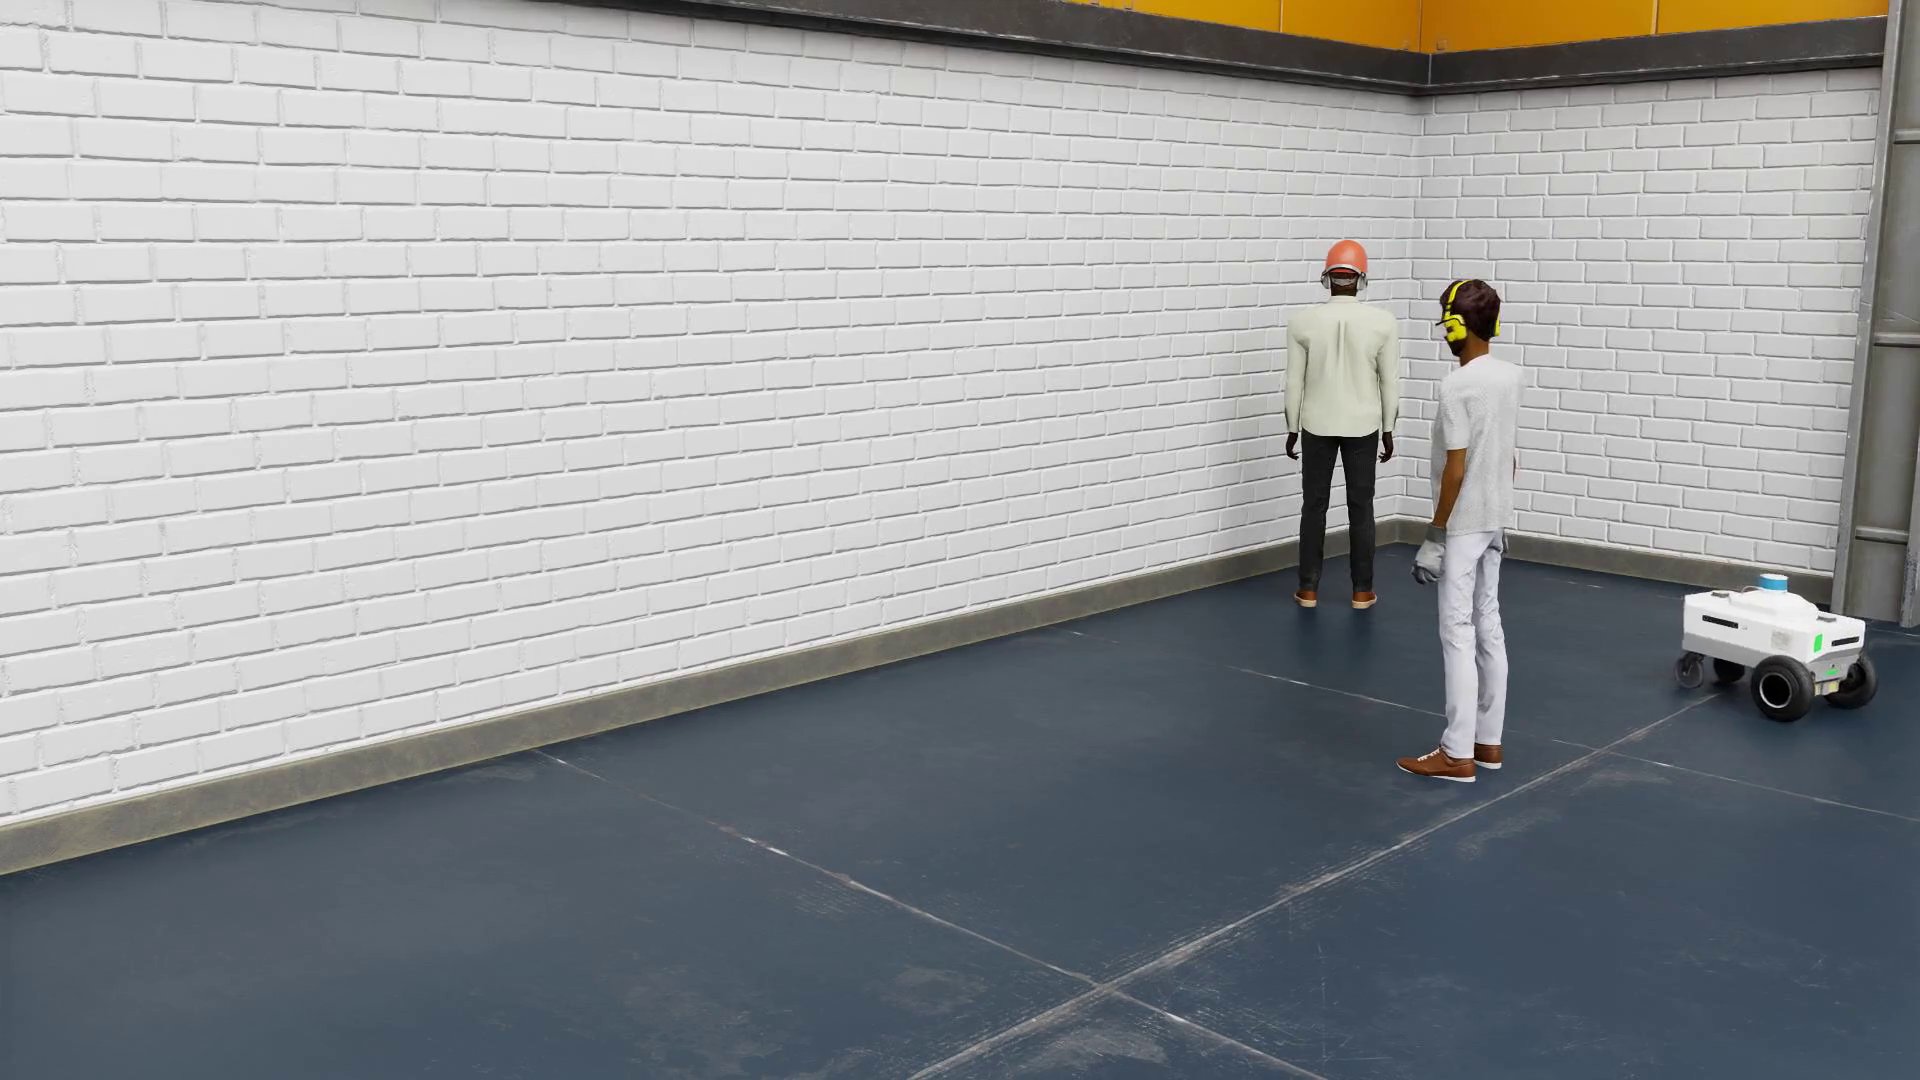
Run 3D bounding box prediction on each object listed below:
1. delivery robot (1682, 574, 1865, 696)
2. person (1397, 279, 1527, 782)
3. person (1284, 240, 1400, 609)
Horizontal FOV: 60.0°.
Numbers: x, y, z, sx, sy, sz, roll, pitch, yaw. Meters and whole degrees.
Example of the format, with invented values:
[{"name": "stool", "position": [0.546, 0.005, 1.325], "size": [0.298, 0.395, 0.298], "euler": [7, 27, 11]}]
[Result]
[{"name": "delivery robot", "position": [3.505, 0.390, 7.201], "size": [0.477, 0.478, 0.707], "euler": [-5, 12, -27]}, {"name": "person", "position": [1.877, -0.030, 6.192], "size": [0.519, 1.865, 0.326], "euler": [-9, 14, -42]}, {"name": "person", "position": [2.062, -0.616, 9.027], "size": [0.612, 1.995, 0.379], "euler": [2, 11, 12]}]
